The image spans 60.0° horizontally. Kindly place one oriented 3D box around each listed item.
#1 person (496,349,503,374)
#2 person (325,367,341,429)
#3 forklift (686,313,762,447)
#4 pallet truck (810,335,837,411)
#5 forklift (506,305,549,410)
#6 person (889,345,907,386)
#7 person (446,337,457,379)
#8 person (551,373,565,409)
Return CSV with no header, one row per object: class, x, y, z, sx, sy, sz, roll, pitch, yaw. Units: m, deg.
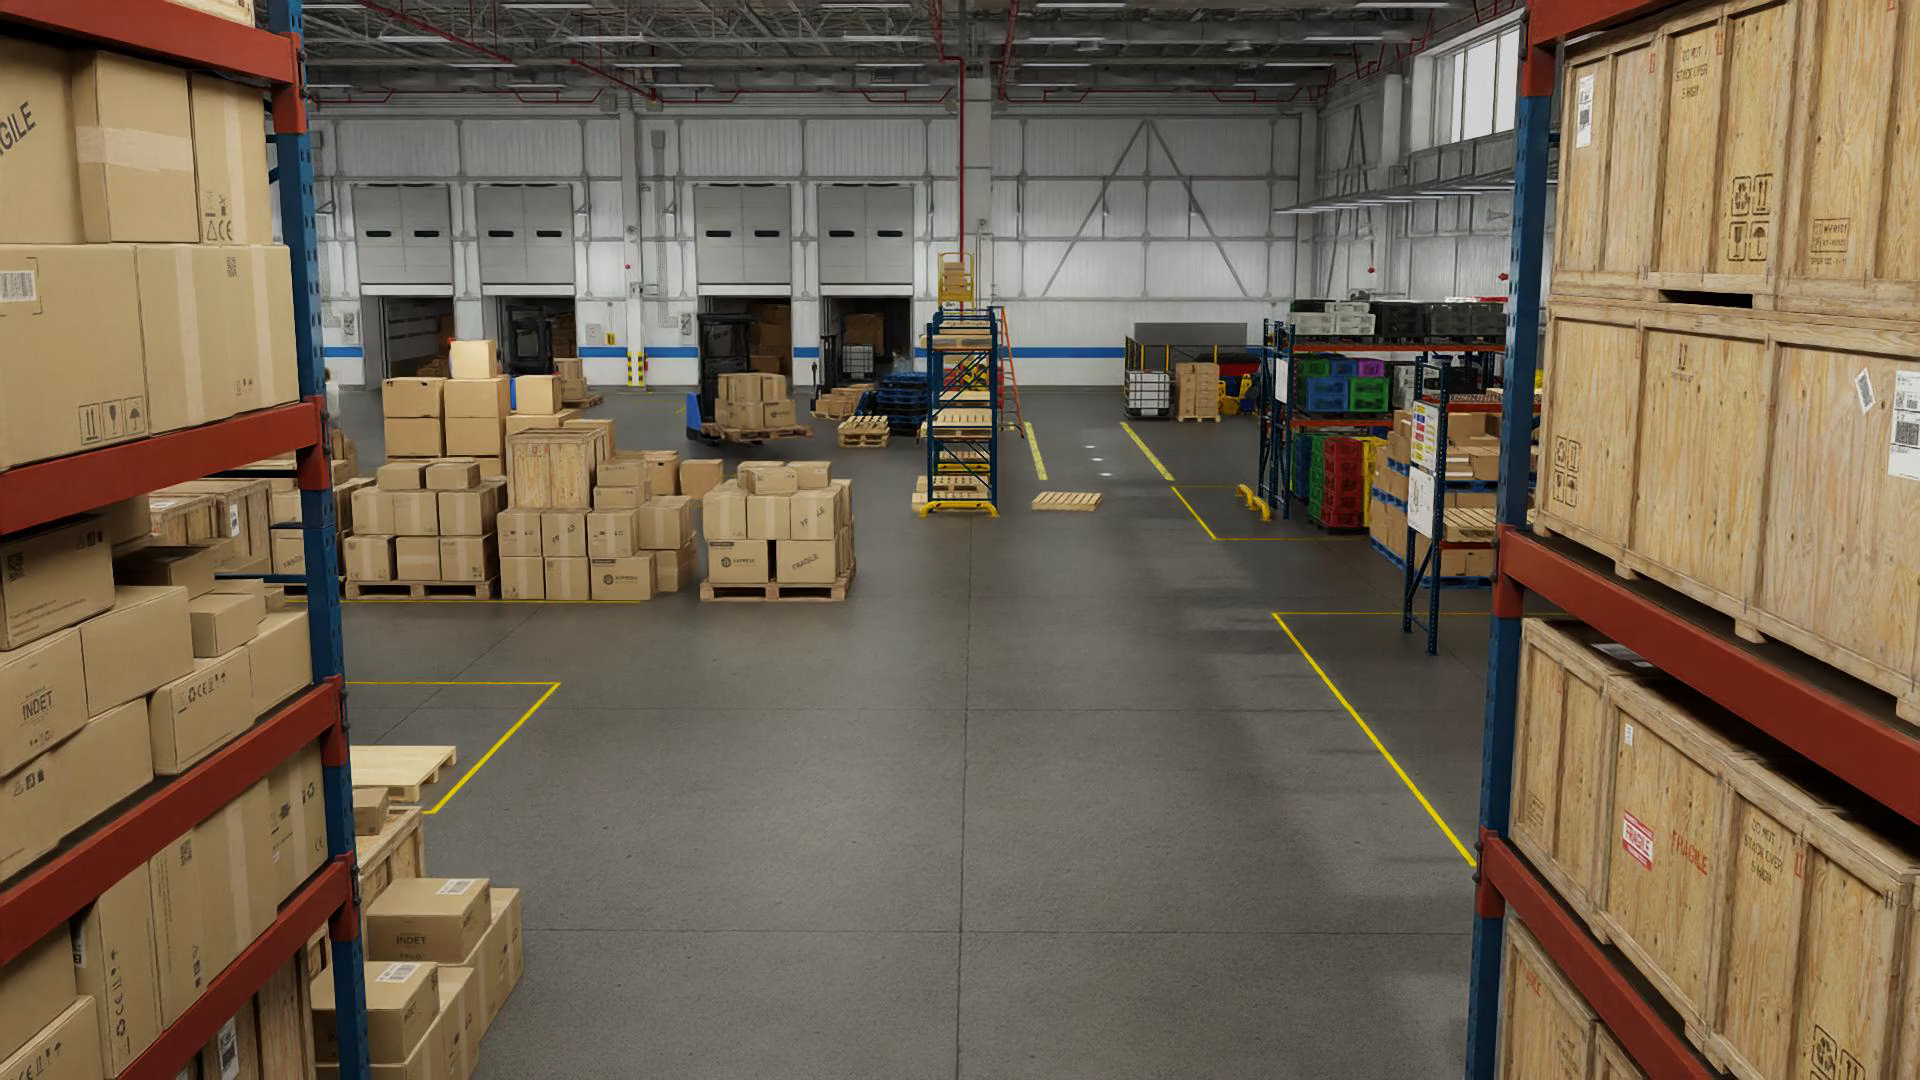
person,-11.926,-4.082,42.783,0.857,1.659,0.539,-2,10,-9
person,-12.279,-2.378,32.180,0.807,1.912,0.627,2,10,10
forklift,-5.157,-3.490,35.836,1.129,2.768,1.873,-5,11,-27
pallet truck,-3.021,-4.312,43.126,1.885,1.965,0.823,3,10,17
forklift,-10.735,-4.452,41.385,1.129,2.768,1.873,0,10,1
person,-1.520,-3.716,39.929,0.510,1.923,0.630,-4,10,-20
person,-13.151,-4.308,43.288,0.375,1.932,0.549,-9,13,-41
person,-7.615,-2.160,30.964,0.748,1.918,0.550,0,10,1
